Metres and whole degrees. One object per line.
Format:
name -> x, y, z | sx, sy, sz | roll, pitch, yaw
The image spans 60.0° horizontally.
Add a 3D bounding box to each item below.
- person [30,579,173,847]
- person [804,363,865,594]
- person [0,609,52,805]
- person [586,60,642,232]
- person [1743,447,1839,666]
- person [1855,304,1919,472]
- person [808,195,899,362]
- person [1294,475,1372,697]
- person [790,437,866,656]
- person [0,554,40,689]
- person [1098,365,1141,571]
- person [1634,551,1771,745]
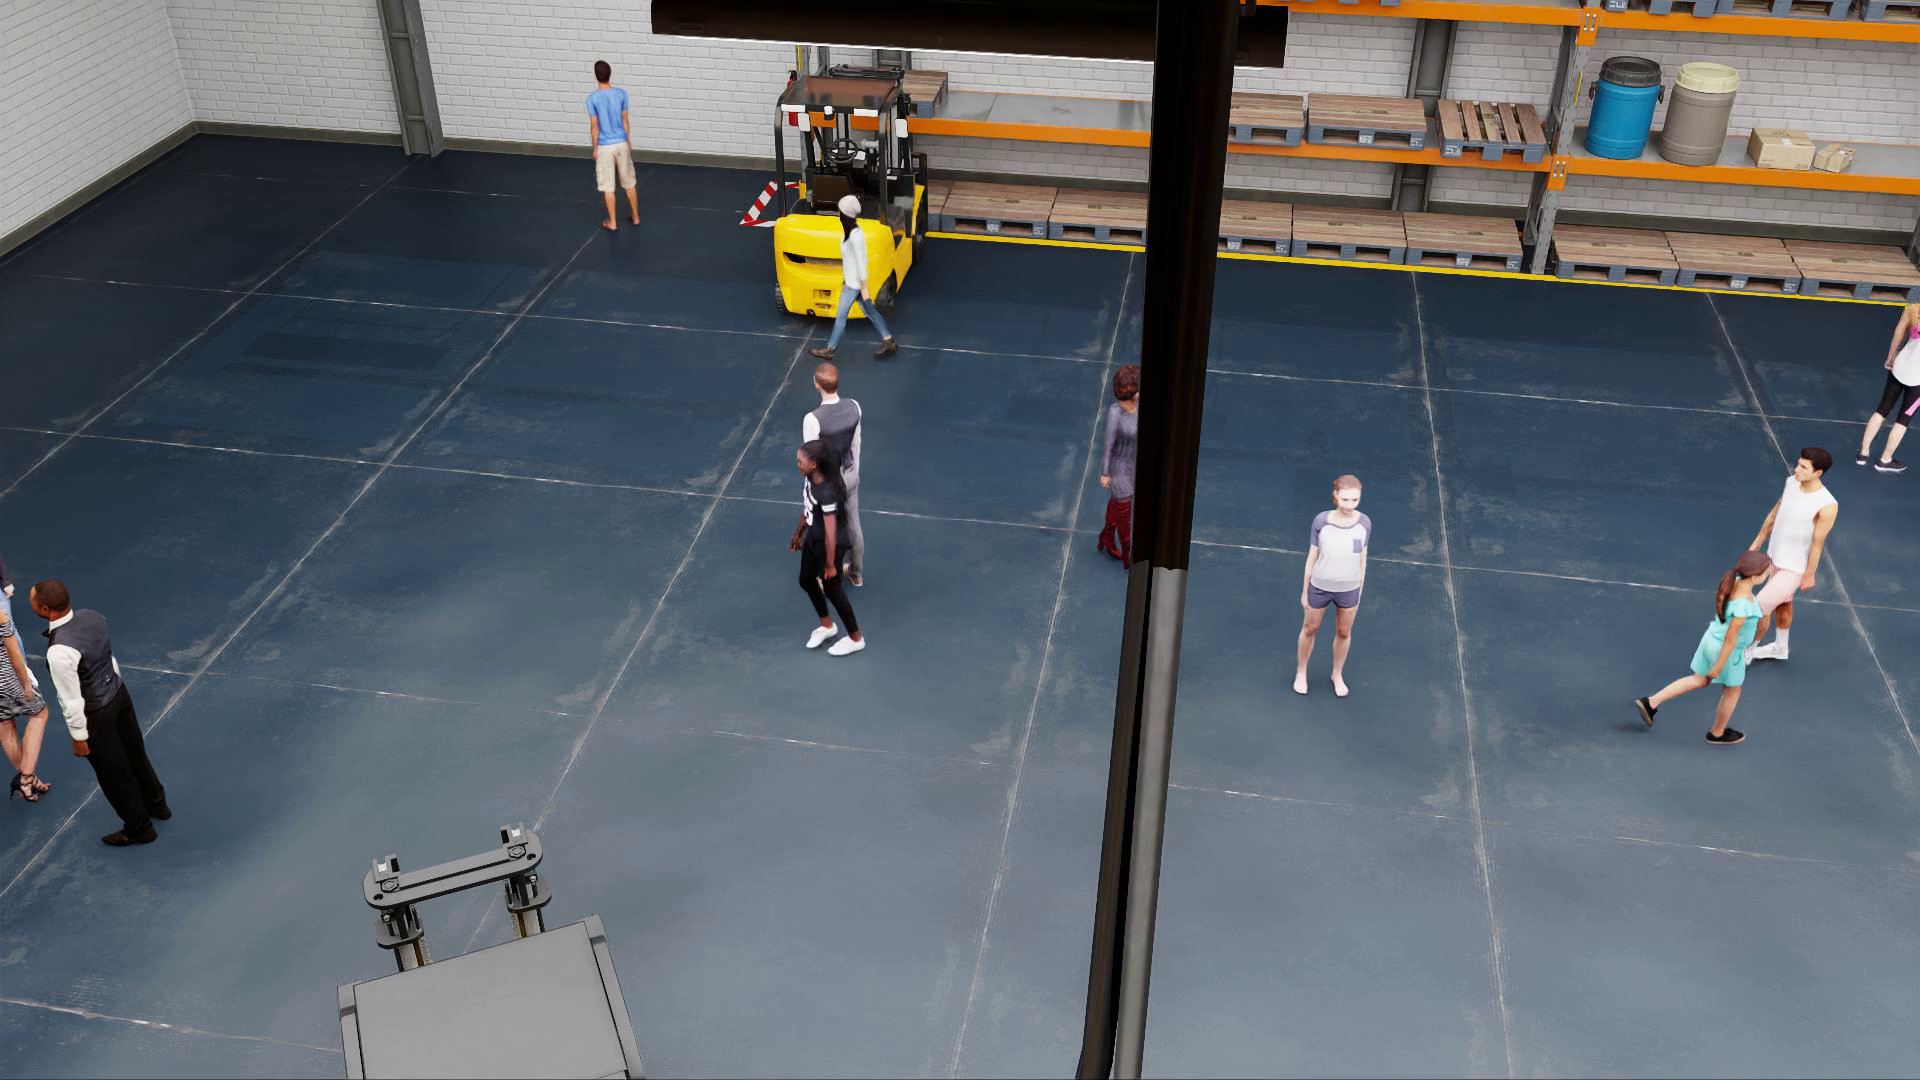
person -> -5.265, 1.048, 10.184 | 0.634, 1.917, 0.726 | 0, 34, 0
person -> -0.935, -0.455, 12.421 | 0.741, 1.944, 0.786 | -24, 40, -31
person -> -6.067, 0.966, 10.403 | 0.609, 1.812, 0.653 | 5, 34, 7
person -> -3.837, -4.355, 18.362 | 0.712, 1.862, 0.785 | -19, 38, -26
person -> 5.926, 0.139, 11.690 | 0.894, 1.764, 0.757 | -2, 34, -2
person -> 7.993, -1.381, 13.966 | 0.762, 1.776, 0.709 | -13, 36, -18
person -> -0.907, -2.447, 15.733 | 1.174, 1.594, 0.844 | -6, 34, -8
person -> 2.571, 0.308, 11.436 | 0.503, 1.763, 0.641 | 2, 34, 3
person -> -0.927, 0.024, 11.912 | 0.826, 1.710, 0.785 | -19, 38, -26
person -> -6.793, 0.376, 11.451 | 0.700, 1.633, 0.782 | -17, 37, -23
person -> 1.199, -0.589, 12.847 | 0.911, 1.696, 0.824 | 27, 42, 34
person -> 4.981, 0.717, 11.024 | 1.009, 1.539, 0.631 | 2, 34, 4
